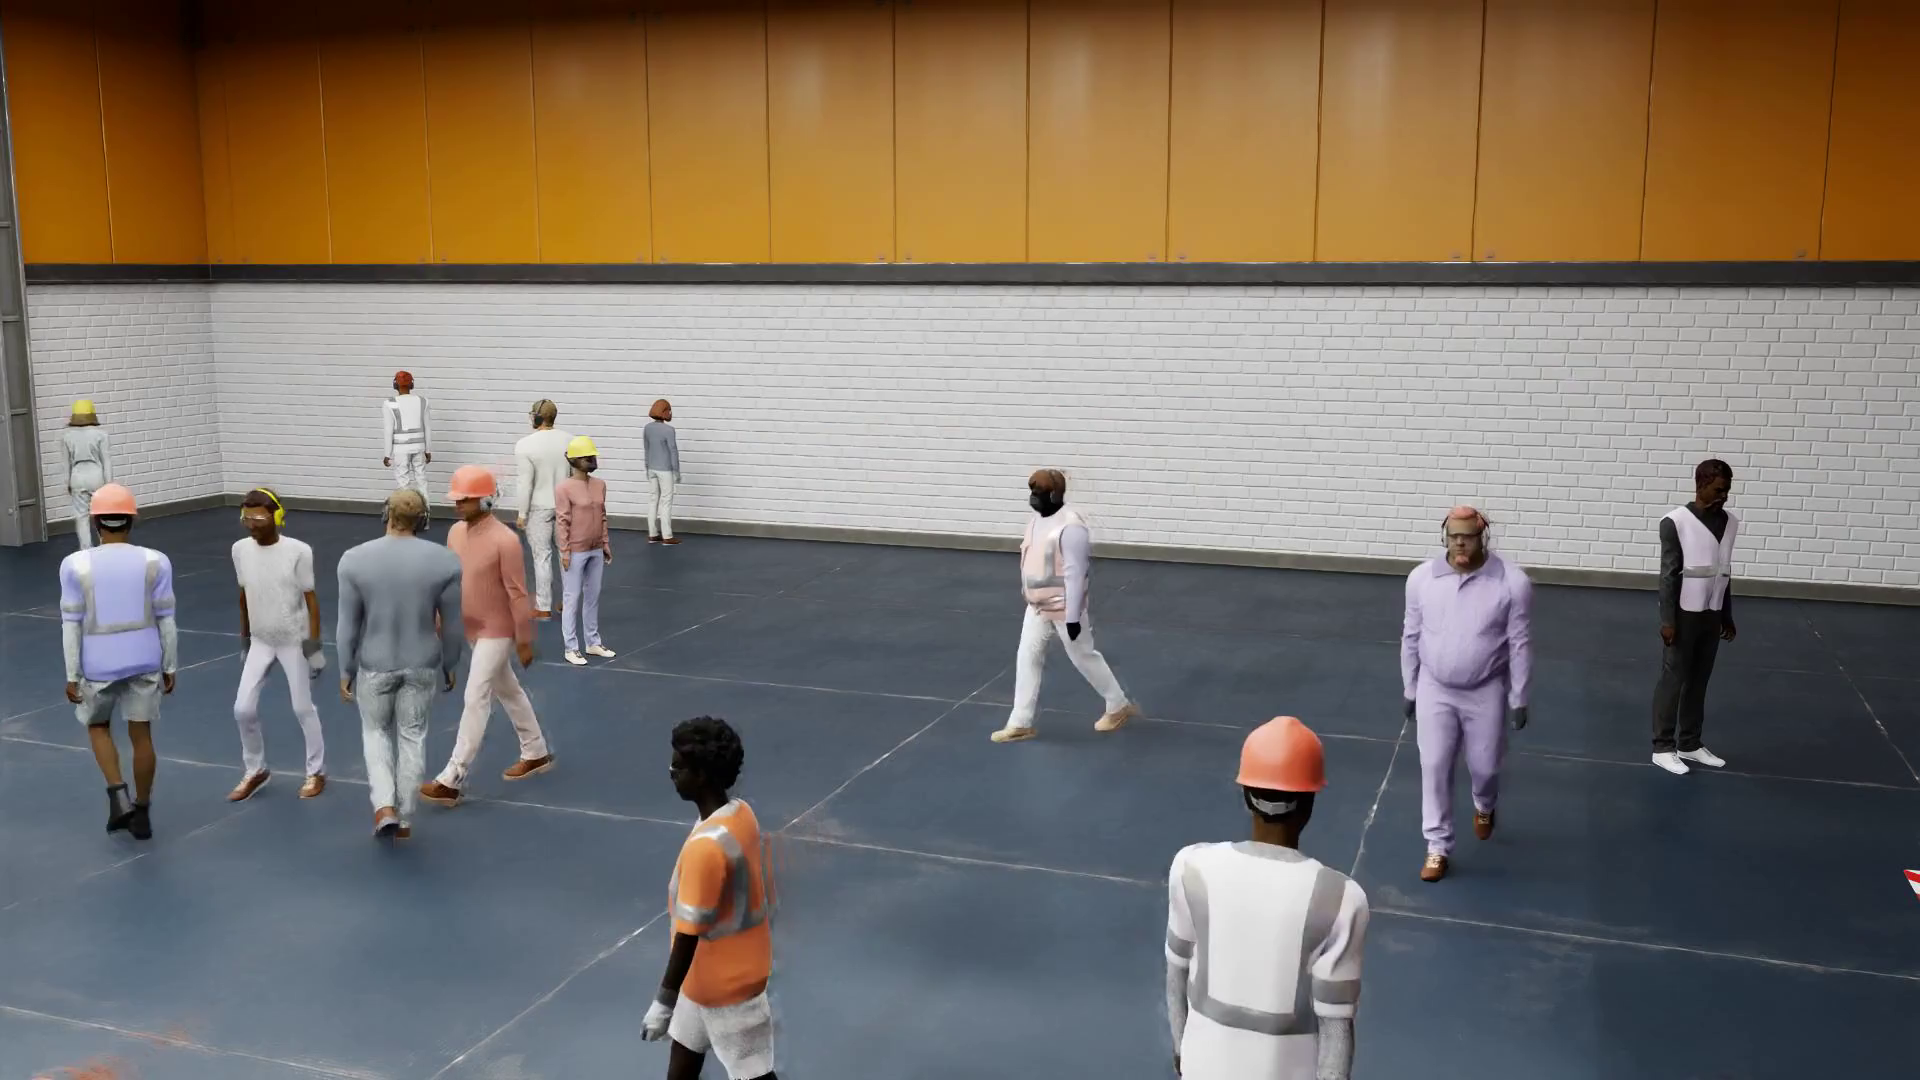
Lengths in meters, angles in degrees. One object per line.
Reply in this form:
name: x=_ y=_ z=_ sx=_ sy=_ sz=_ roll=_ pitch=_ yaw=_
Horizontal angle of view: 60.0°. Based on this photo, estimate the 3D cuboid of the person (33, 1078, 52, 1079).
person: x=-1.338 y=1.698 z=2.613 sx=0.573 sy=1.858 sz=0.919 roll=0 pitch=9 yaw=3

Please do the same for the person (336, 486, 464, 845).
person: x=-2.952 y=0.670 z=8.815 sx=0.648 sy=1.918 sz=0.428 roll=-4 pitch=10 yaw=-21

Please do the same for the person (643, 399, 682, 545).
person: x=-3.328 y=-0.759 z=18.561 sx=0.501 sy=1.629 sz=0.277 roll=8 pitch=12 yaw=40

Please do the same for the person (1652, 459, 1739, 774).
person: x=4.487 y=0.453 z=10.158 sx=0.585 sy=1.913 sz=0.391 roll=-5 pitch=10 yaw=-26

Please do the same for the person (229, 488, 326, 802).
person: x=-3.893 y=0.600 z=9.513 sx=0.535 sy=1.836 sz=0.494 roll=1 pitch=9 yaw=7

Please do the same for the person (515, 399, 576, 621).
person: x=-3.587 y=-0.262 z=14.508 sx=0.363 sy=1.939 sz=0.636 roll=9 pitch=13 yaw=43

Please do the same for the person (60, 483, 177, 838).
person: x=-4.491 y=0.652 z=8.900 sx=0.559 sy=1.916 sz=0.403 roll=-6 pitch=11 yaw=-35

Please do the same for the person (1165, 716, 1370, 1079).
person: x=0.767 y=1.408 z=4.342 sx=0.551 sy=1.891 sz=1.002 roll=4 pitch=10 yaw=22

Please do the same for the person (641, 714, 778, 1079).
person: x=-0.829 y=1.372 z=5.230 sx=0.854 sy=1.647 sz=0.545 roll=0 pitch=9 yaw=-1

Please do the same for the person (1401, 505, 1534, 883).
person: x=2.566 y=0.741 z=8.458 sx=0.651 sy=1.880 sz=0.765 roll=4 pitch=10 yaw=25

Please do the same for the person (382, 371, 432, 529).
person: x=-6.480 y=-1.041 z=19.517 sx=0.574 sy=1.883 sz=0.355 roll=-8 pitch=12 yaw=-41

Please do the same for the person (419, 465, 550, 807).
person: x=-2.794 y=0.526 z=9.629 sx=0.634 sy=1.935 sz=1.042 roll=9 pitch=13 yaw=43

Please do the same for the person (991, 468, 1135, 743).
person: x=0.702 y=0.414 z=10.793 sx=0.971 sy=1.802 sz=0.635 roll=-5 pitch=10 yaw=-26

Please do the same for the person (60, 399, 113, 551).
person: x=-8.994 y=-0.600 z=17.233 sx=0.506 sy=1.723 sz=0.592 roll=-1 pitch=9 yaw=-9

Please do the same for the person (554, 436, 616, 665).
person: x=-2.921 y=0.075 z=12.945 sx=0.299 sy=1.772 sz=0.525 roll=5 pitch=11 yaw=30
